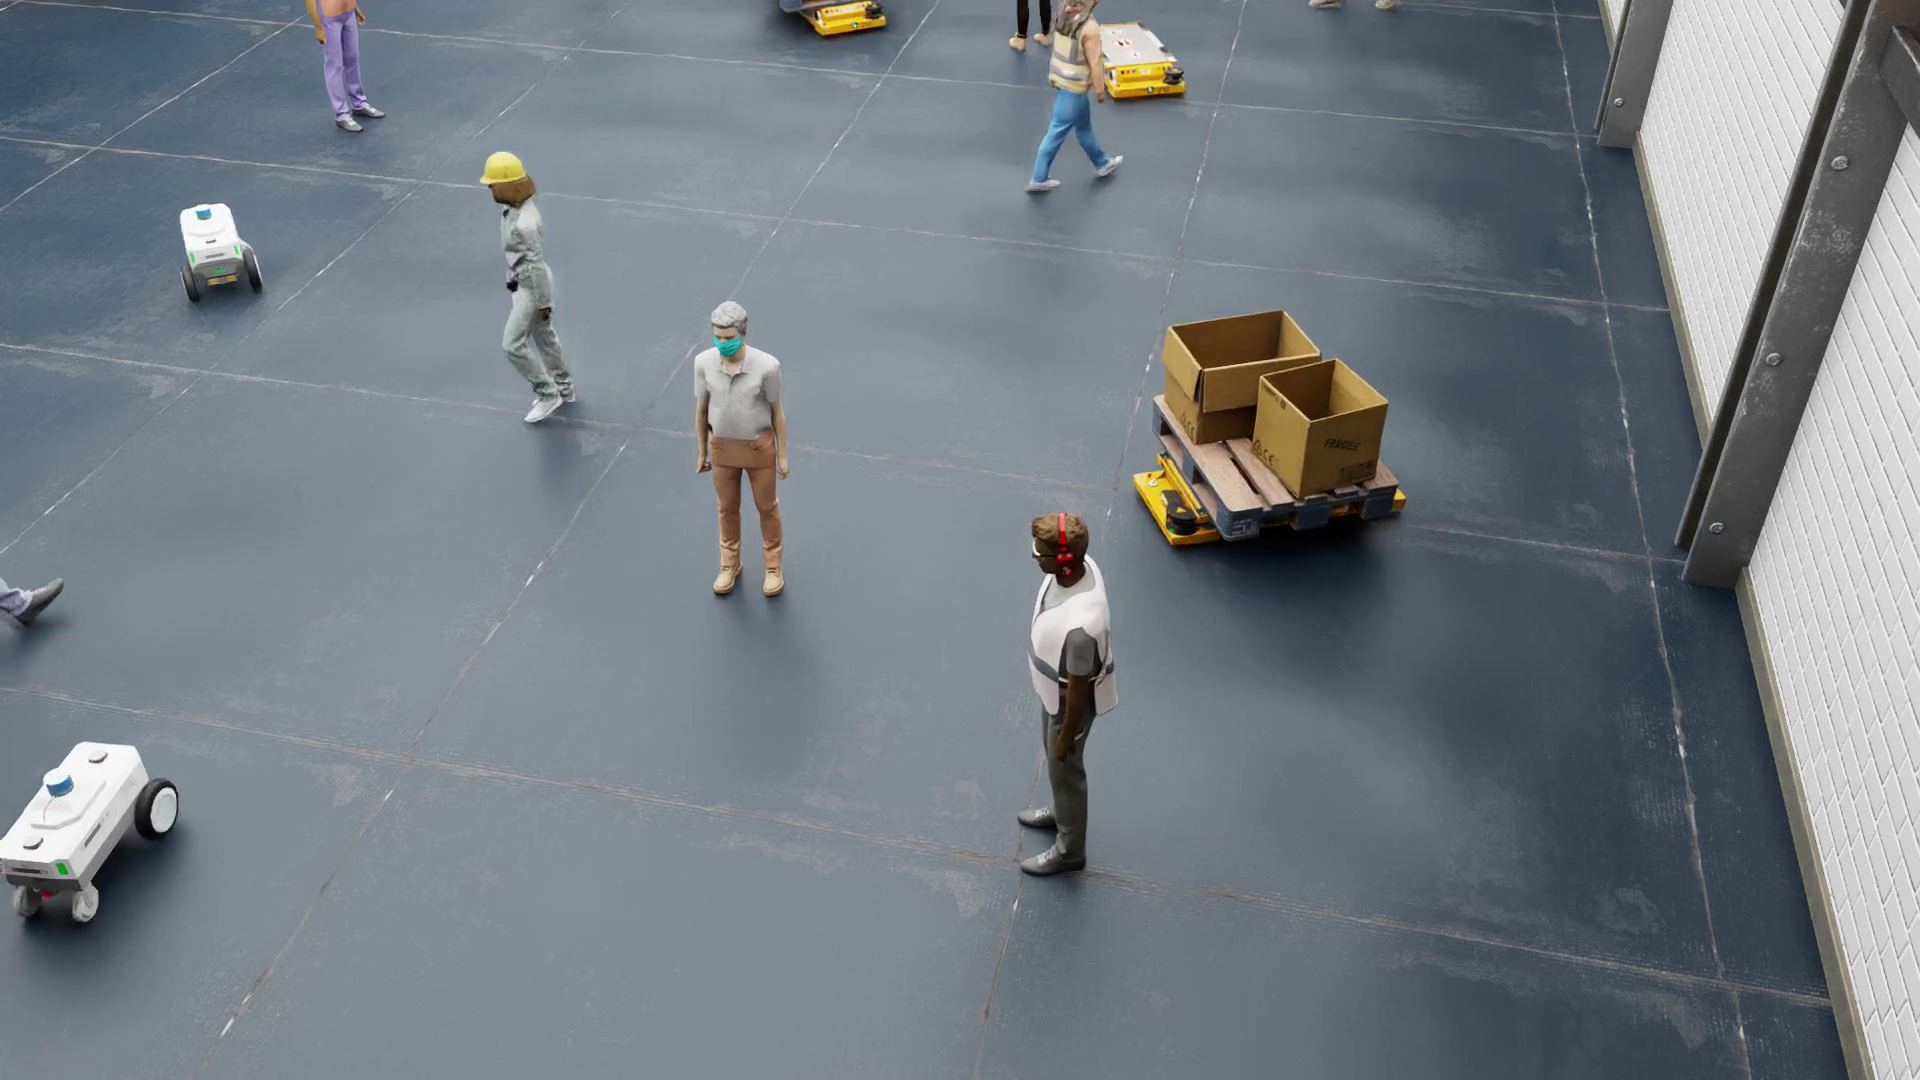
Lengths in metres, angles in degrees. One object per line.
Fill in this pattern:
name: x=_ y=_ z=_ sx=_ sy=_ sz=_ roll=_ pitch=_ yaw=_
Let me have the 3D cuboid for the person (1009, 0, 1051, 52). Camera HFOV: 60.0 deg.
person: x=0.663 y=-5.319 z=15.149 sx=0.528 sy=1.688 sz=0.321 roll=-20 pitch=41 yaw=-25

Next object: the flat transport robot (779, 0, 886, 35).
flat transport robot: x=-1.315 y=-5.298 z=16.308 sx=0.659 sy=0.231 sz=1.431 roll=-16 pitch=40 yaw=-21

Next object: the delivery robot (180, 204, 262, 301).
delivery robot: x=-5.261 y=-2.067 z=11.745 sx=0.519 sy=0.593 sz=0.765 roll=-16 pitch=40 yaw=-20

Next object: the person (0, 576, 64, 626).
person: x=-5.127 y=-0.144 z=8.144 sx=0.979 sy=1.774 sz=0.643 roll=-27 pitch=44 yaw=-31

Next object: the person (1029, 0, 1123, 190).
person: x=0.913 y=-3.510 z=12.739 sx=0.879 sy=1.662 sz=0.504 roll=-14 pitch=39 yaw=-18

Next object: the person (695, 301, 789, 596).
person: x=-1.124 y=-0.465 z=8.606 sx=0.478 sy=1.746 sz=0.316 roll=4 pitch=37 yaw=5

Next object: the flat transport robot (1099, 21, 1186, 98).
flat transport robot: x=1.509 y=-4.371 z=15.068 sx=0.659 sy=0.231 sz=1.431 roll=-8 pitch=37 yaw=-10

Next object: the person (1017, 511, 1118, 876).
person: x=0.455 y=0.651 z=7.044 sx=0.403 sy=1.832 sz=0.568 roll=-2 pitch=37 yaw=-3

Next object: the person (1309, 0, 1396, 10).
person: x=3.917 y=-5.991 z=15.917 sx=0.858 sy=1.855 sz=0.577 roll=1 pitch=37 yaw=1

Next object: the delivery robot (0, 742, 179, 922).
delivery robot: x=-3.873 y=1.241 z=7.323 sx=0.499 sy=0.598 sz=0.791 roll=4 pitch=37 yaw=5

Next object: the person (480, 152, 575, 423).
person: x=-2.635 y=-1.516 z=10.032 sx=0.489 sy=1.728 sz=0.493 roll=-12 pitch=39 yaw=-16

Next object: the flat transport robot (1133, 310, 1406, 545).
flat transport robot: x=1.788 y=-0.324 z=9.652 sx=1.431 sy=0.231 sz=0.659 roll=-9 pitch=38 yaw=-12

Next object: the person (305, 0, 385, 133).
person: x=-5.141 y=-4.313 z=13.673 sx=0.387 sy=1.844 sz=0.563 roll=13 pitch=39 yaw=17
